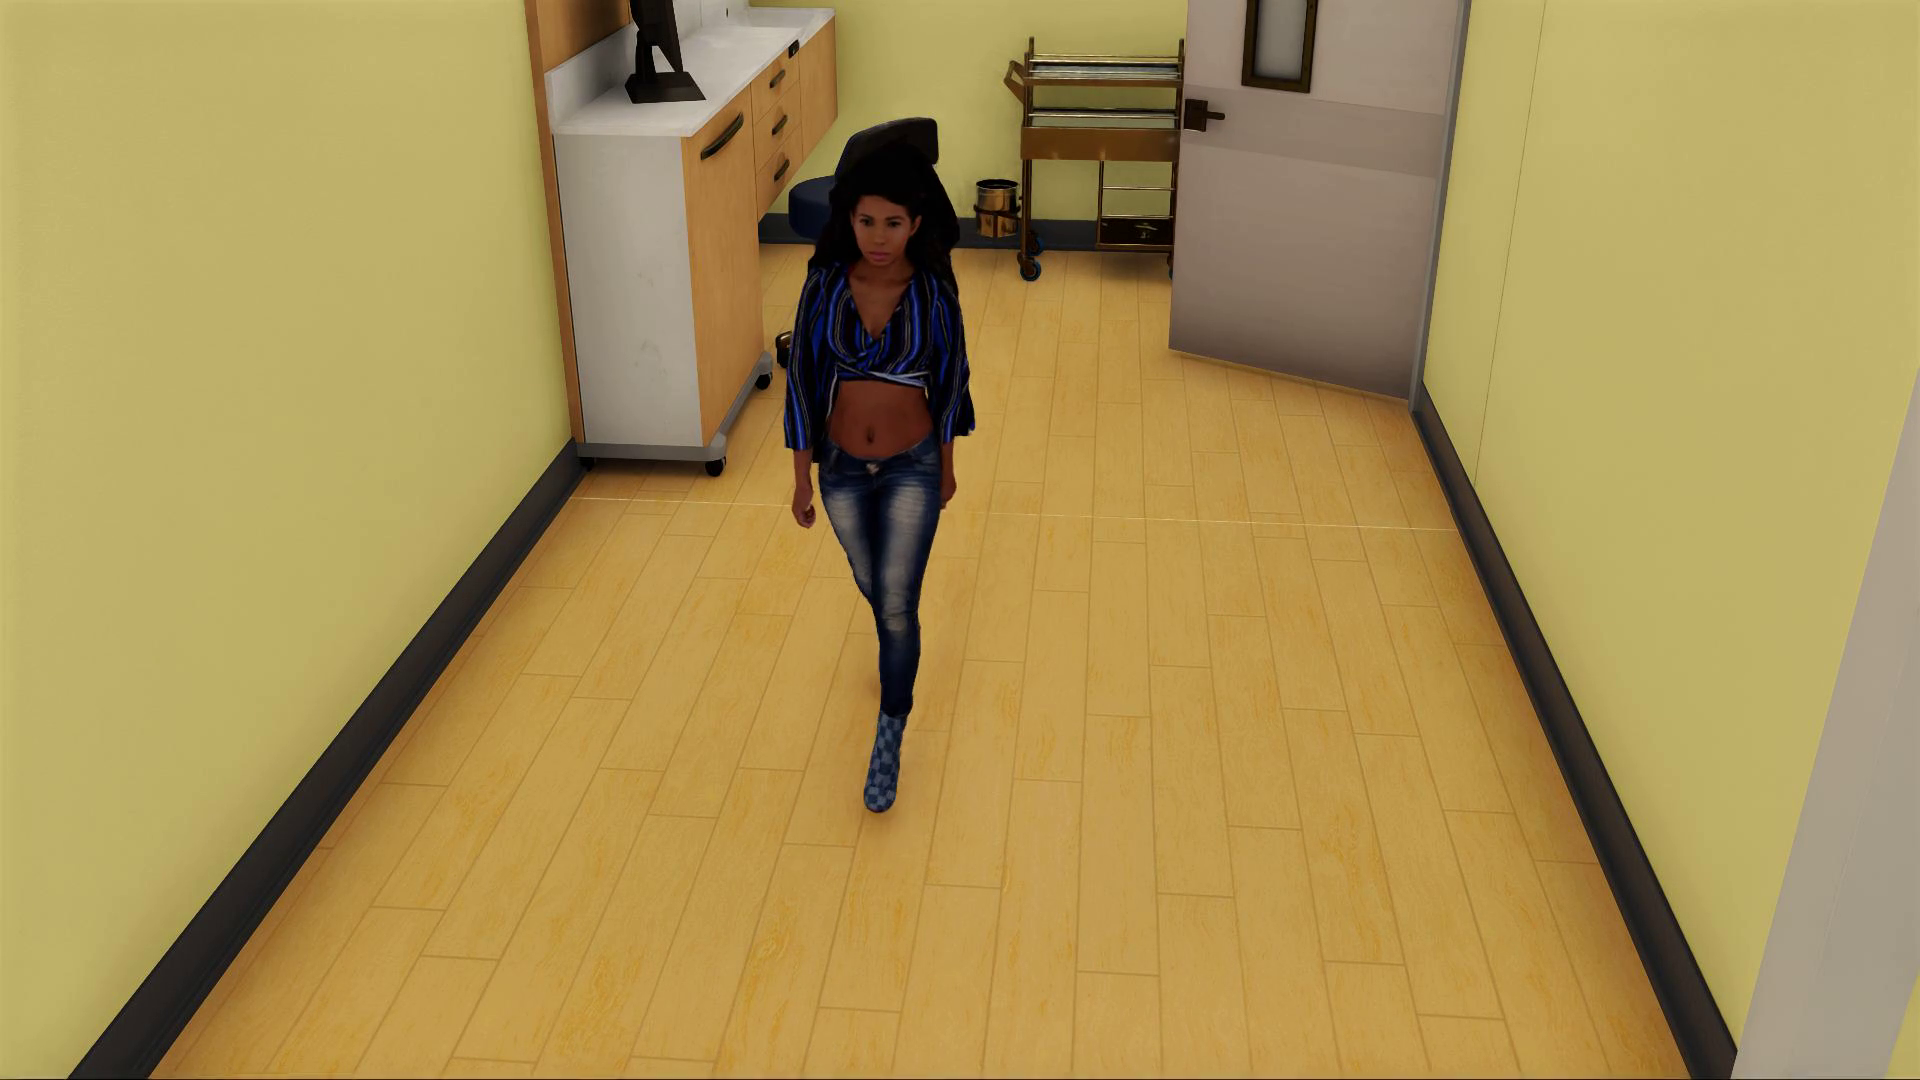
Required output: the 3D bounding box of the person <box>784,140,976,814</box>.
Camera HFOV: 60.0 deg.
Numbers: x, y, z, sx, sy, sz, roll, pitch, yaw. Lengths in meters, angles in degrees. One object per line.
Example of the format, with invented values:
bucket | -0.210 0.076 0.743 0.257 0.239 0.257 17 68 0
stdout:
person | -0.200 -0.187 4.202 1.001 1.580 0.721 4 26 9
